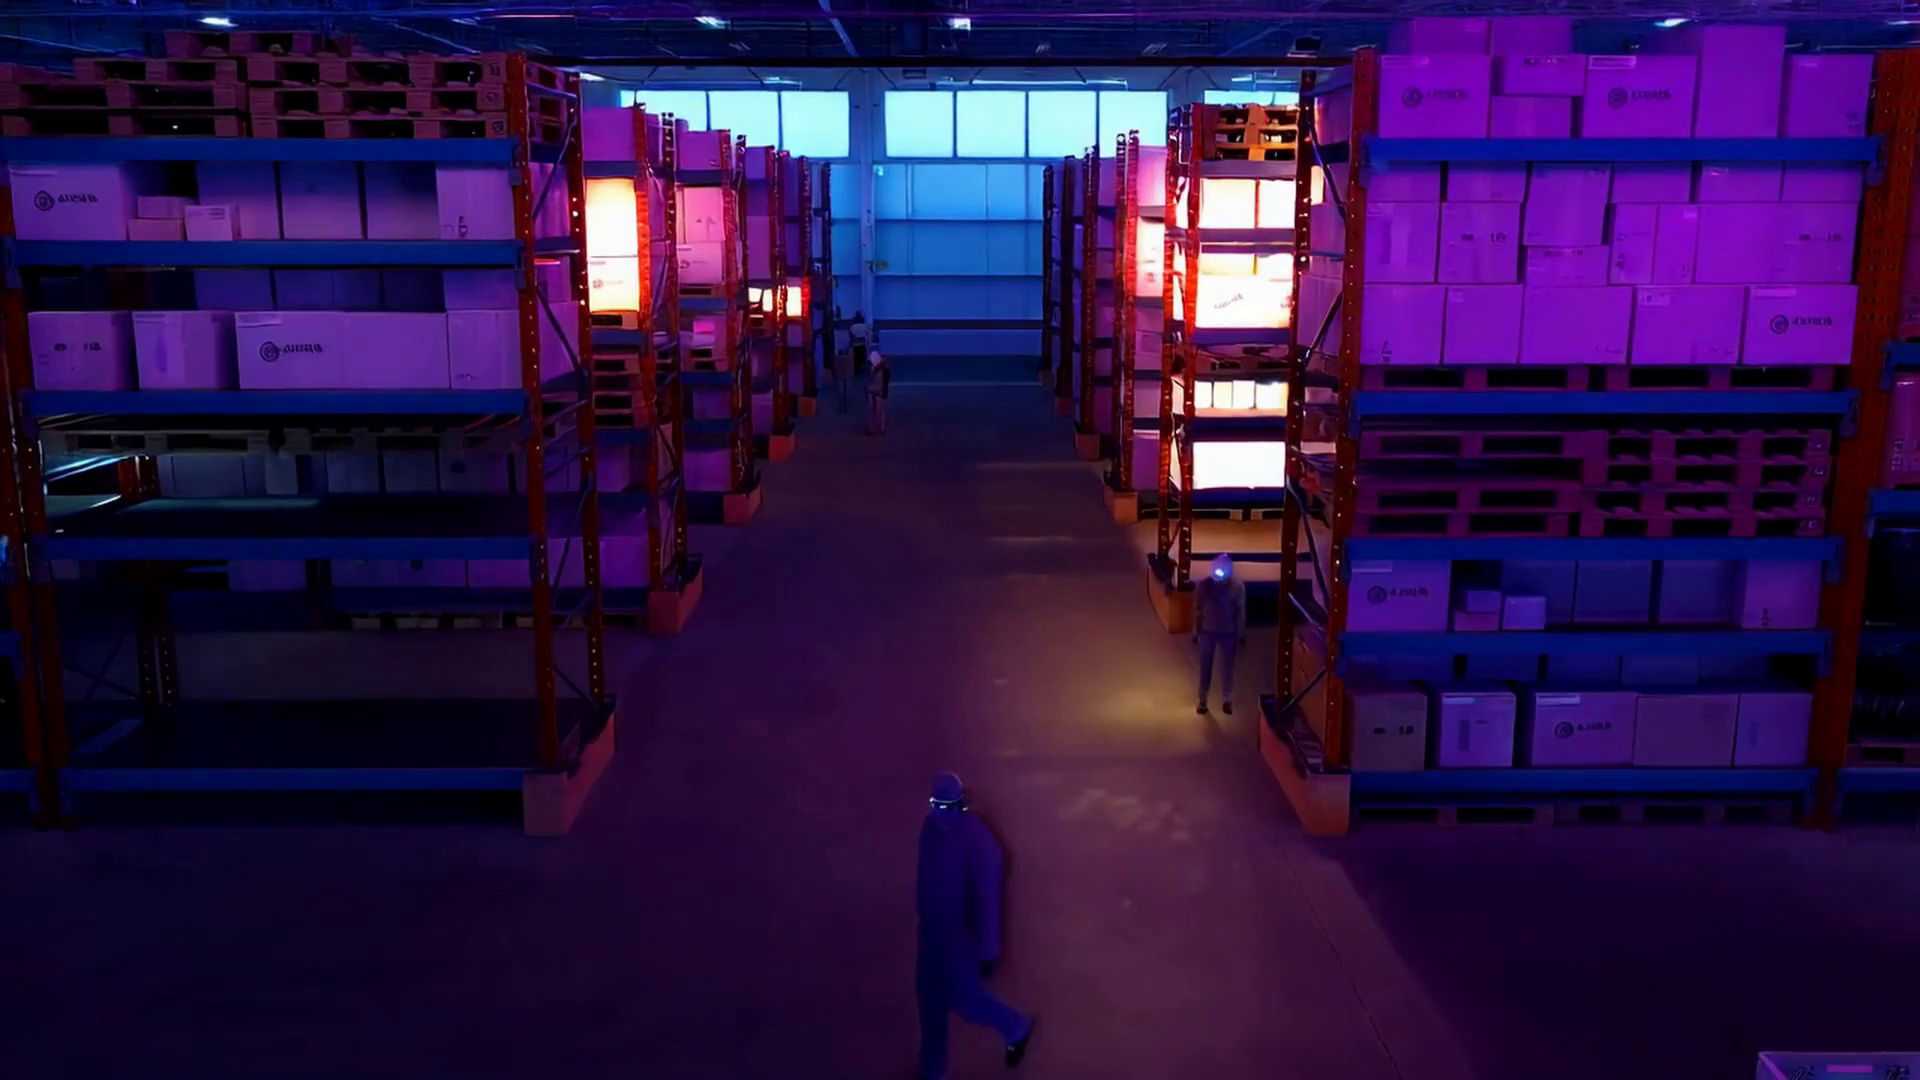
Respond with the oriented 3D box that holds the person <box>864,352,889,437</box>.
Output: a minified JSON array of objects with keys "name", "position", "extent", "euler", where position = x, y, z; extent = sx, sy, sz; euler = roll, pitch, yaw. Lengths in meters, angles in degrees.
[{"name":"person","position":[-1.808,-3.136,35.829],"extent":[0.624,1.844,0.430],"euler":[11,16,43]}]

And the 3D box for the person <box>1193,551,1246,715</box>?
[{"name":"person","position":[2.537,0.908,16.304],"extent":[0.506,1.631,0.277],"euler":[2,12,11]}]

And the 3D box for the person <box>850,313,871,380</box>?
[{"name":"person","position":[-2.848,-5.546,47.652],"extent":[0.605,1.885,0.859],"euler":[0,11,0]}]

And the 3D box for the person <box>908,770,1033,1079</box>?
[{"name":"person","position":[0.019,2.183,9.366],"extent":[0.742,1.887,0.658],"euler":[-8,14,-35]}]

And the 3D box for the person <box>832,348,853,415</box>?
[{"name":"person","position":[-2.805,-3.788,39.703],"extent":[0.518,1.583,0.881],"euler":[0,11,0]}]

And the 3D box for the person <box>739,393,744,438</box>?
[{"name":"person","position":[-4.130,-2.000,29.722],"extent":[0.605,2.034,0.390],"euler":[5,12,22]}]
